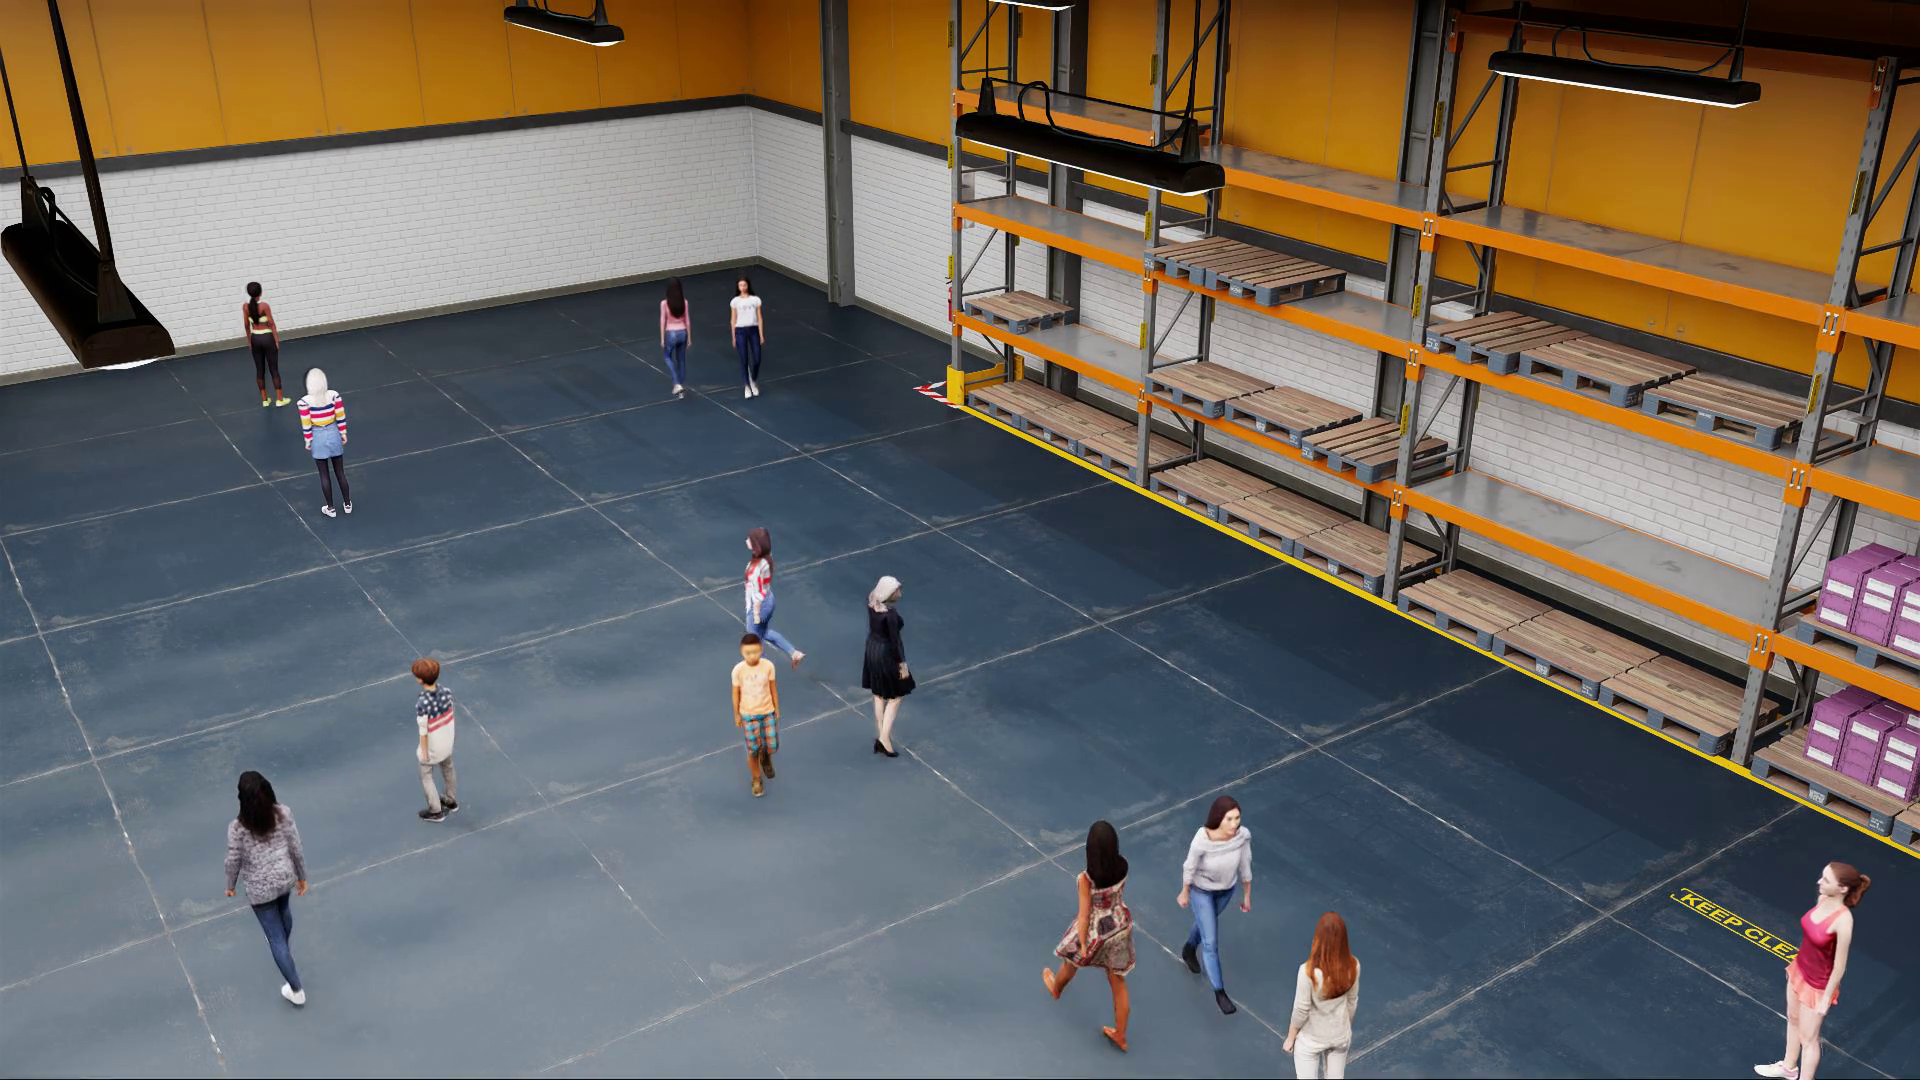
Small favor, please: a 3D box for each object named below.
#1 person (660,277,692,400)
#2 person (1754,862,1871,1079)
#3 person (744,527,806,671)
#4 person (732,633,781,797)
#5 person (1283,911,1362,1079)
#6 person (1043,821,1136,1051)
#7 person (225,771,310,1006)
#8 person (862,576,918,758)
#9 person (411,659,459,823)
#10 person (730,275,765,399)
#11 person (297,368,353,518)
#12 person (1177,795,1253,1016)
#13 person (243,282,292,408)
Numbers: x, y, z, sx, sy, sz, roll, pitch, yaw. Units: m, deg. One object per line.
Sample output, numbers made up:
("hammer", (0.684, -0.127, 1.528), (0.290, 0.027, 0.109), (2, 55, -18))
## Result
("person", (-3.966, -2.812, 23.298), (0.668, 1.734, 0.693), (-9, 25, -21))
("person", (5.395, 2.773, 10.497), (0.729, 1.753, 0.657), (2, 24, 3))
("person", (-1.792, 0.618, 15.618), (0.938, 1.599, 0.900), (2, 24, 4))
("person", (-1.713, 1.423, 13.962), (0.635, 1.451, 0.703), (-7, 25, -15))
("person", (2.200, 2.988, 10.055), (0.671, 1.713, 0.657), (-7, 24, -15))
("person", (1.001, 2.644, 10.980), (0.703, 1.603, 1.081), (-13, 27, -27))
("person", (-4.688, 2.409, 11.399), (1.093, 1.697, 0.754), (20, 31, 39))
("person", (-0.650, 1.048, 14.470), (0.530, 1.732, 0.677), (18, 29, 35))
("person", (-4.235, 1.616, 13.536), (0.631, 1.439, 0.618), (14, 27, 29))
("person", (-3.001, -2.876, 23.406), (0.700, 1.764, 0.696), (-5, 24, -11))
("person", (-7.400, -1.155, 19.418), (0.646, 1.806, 0.504), (-16, 28, -31))
("person", (1.704, 2.418, 11.531), (0.783, 1.576, 1.114), (-8, 25, -18))
("person", (-9.663, -2.717, 23.056), (0.639, 1.753, 0.674), (0, 24, 1))
